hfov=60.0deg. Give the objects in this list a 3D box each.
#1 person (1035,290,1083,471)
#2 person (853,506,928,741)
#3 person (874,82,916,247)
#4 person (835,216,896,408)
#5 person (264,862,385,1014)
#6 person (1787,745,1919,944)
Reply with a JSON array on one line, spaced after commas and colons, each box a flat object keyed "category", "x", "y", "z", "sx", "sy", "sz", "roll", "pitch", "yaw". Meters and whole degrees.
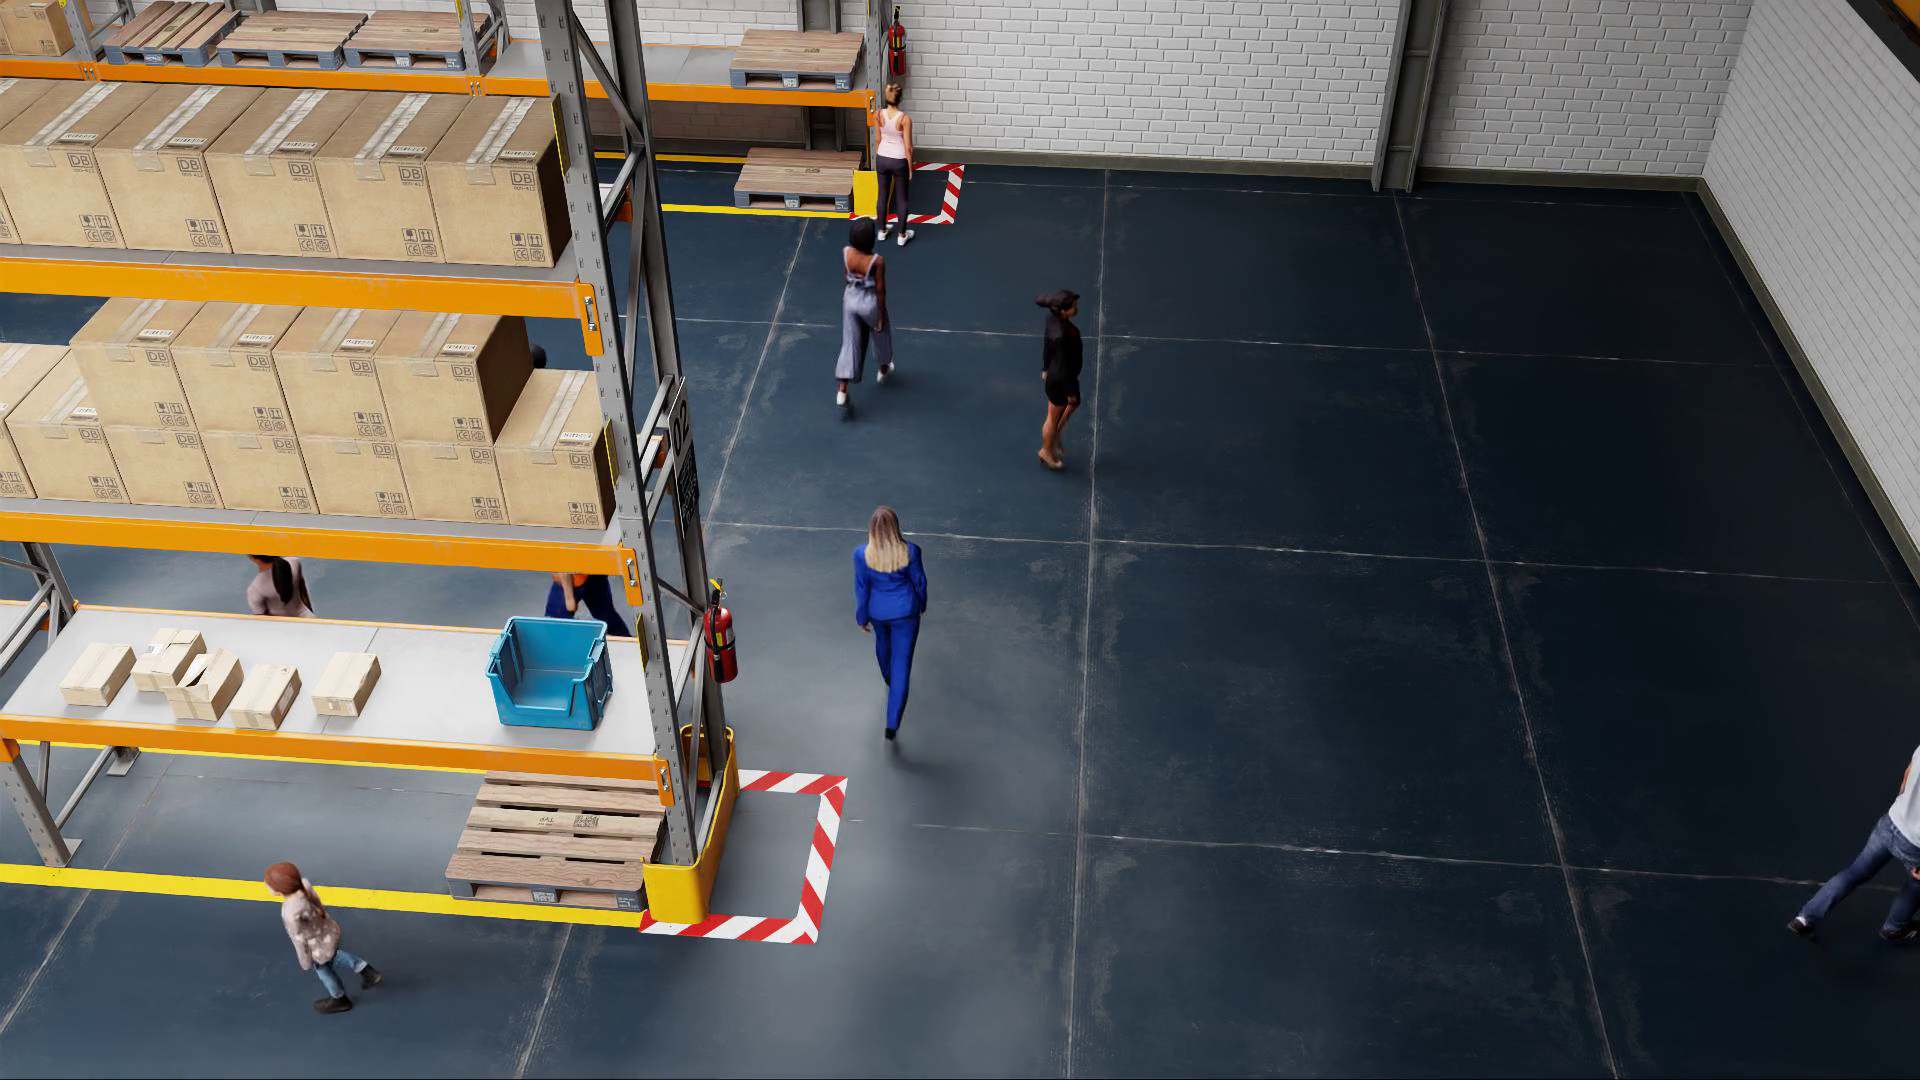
[{"category": "person", "x": 0.712, "y": -1.231, "z": 13.065, "sx": 0.622, "sy": 1.629, "sz": 0.570, "roll": 1, "pitch": 39, "yaw": 1}, {"category": "person", "x": -0.448, "y": 0.552, "z": 10.804, "sx": 1.068, "sy": 1.665, "sz": 0.682, "roll": 4, "pitch": 39, "yaw": 5}, {"category": "person", "x": -0.653, "y": -3.644, "z": 16.071, "sx": 0.545, "sy": 1.648, "sz": 0.666, "roll": 14, "pitch": 41, "yaw": 17}, {"category": "person", "x": -0.837, "y": -1.871, "z": 13.838, "sx": 1.113, "sy": 1.663, "sz": 0.826, "roll": 13, "pitch": 40, "yaw": 15}, {"category": "person", "x": -3.484, "y": 2.188, "z": 9.142, "sx": 0.677, "sy": 1.182, "sz": 0.543, "roll": -2, "pitch": 39, "yaw": -2}, {"category": "person", "x": 5.224, "y": 1.659, "z": 9.275, "sx": 1.234, "sy": 1.842, "sz": 0.921, "roll": -10, "pitch": 40, "yaw": -13}]
